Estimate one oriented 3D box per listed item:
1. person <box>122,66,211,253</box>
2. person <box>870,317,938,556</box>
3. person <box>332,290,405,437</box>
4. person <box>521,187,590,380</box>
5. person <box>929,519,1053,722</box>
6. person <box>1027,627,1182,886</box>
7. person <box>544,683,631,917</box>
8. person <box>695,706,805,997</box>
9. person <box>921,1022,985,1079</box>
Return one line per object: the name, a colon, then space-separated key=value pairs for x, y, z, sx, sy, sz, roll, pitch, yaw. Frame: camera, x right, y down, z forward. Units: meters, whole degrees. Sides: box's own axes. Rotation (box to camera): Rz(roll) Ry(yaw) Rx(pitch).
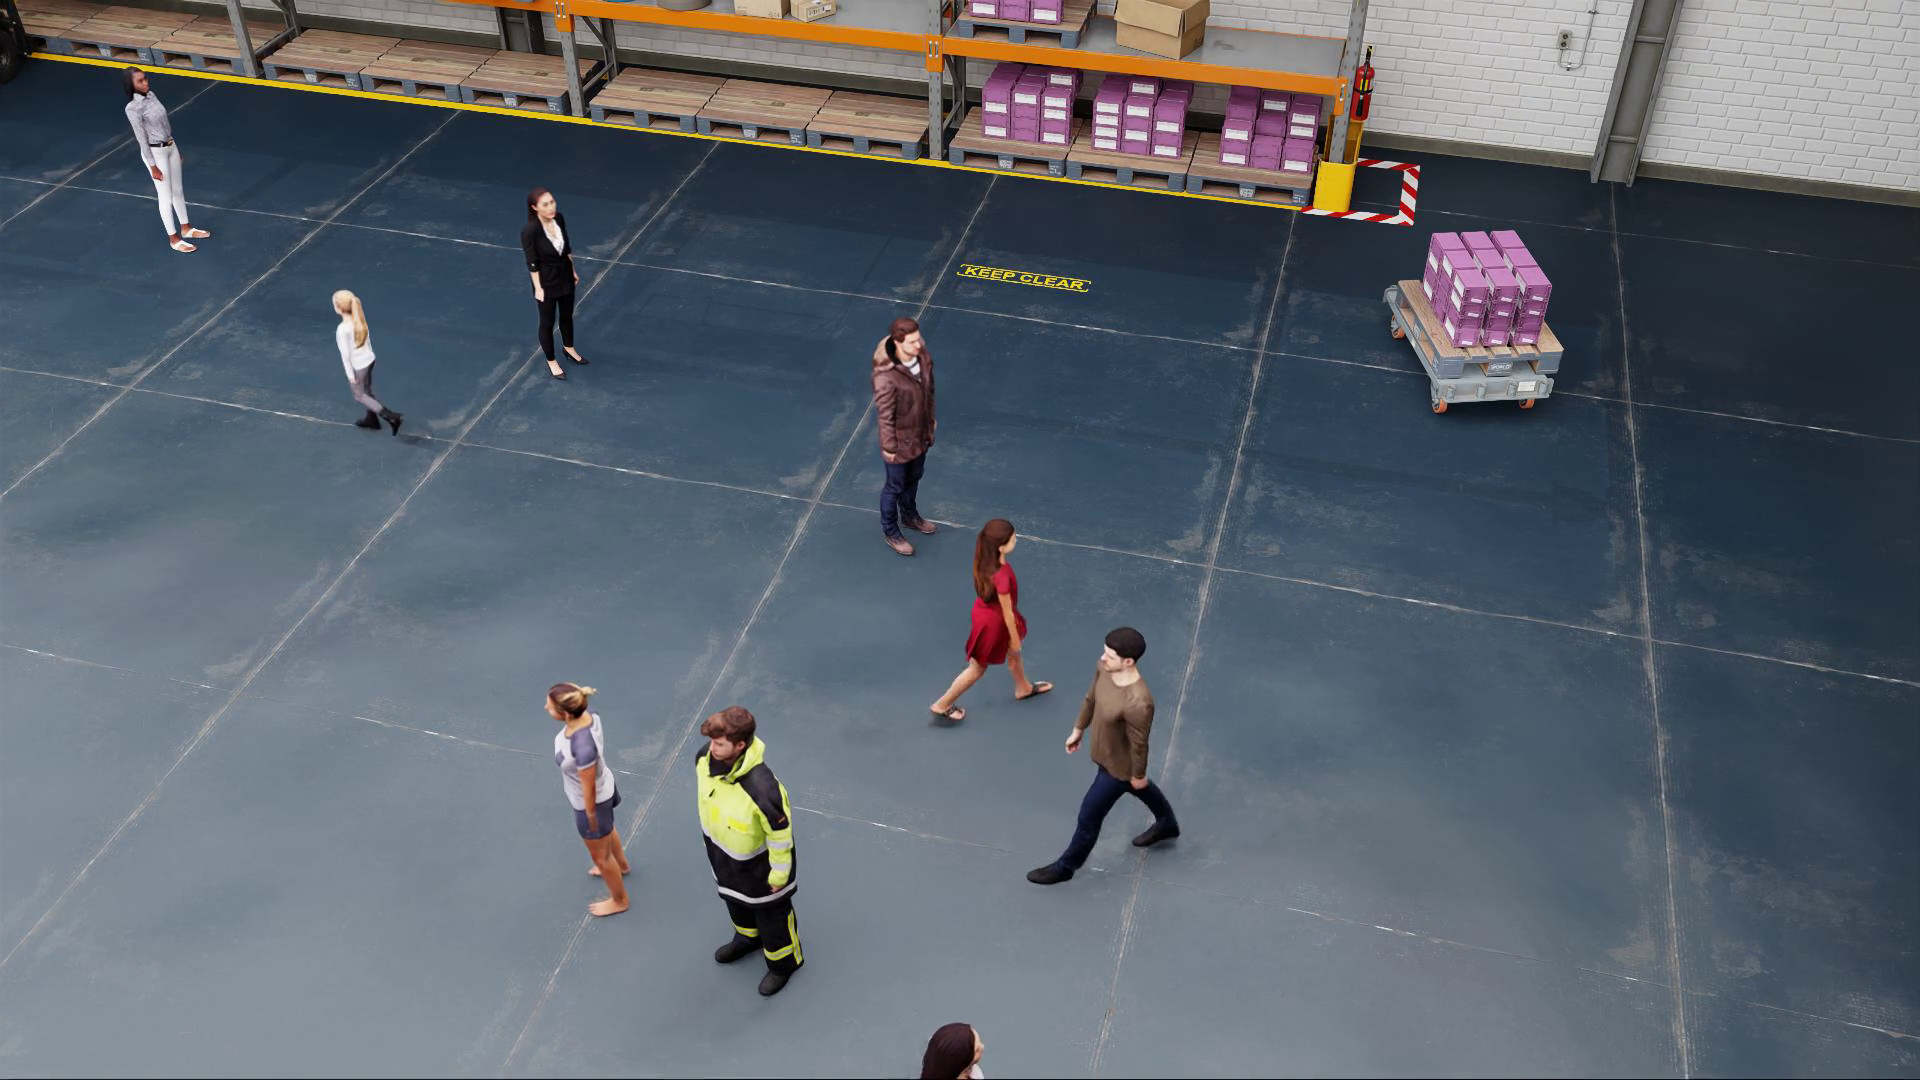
person: x=-7.304 y=-3.499 z=15.198 sx=0.555 sy=1.725 sz=0.615 roll=5 pitch=39 yaw=6
person: x=-0.389 y=-0.767 z=11.679 sx=0.799 sy=1.847 sz=0.838 roll=23 pitch=44 yaw=26
person: x=-4.596 y=-1.354 z=12.879 sx=0.743 sy=1.268 sz=0.500 roll=11 pitch=40 yaw=14
person: x=-3.303 y=-2.107 z=13.507 sx=0.645 sy=1.660 sz=0.666 roll=22 pitch=44 yaw=25
person: x=0.142 y=0.528 z=10.319 sx=1.130 sy=1.521 sz=0.929 roll=-11 pitch=40 yaw=-13
person: x=0.957 y=1.168 z=9.259 sx=1.299 sy=1.843 sz=1.056 roll=-10 pitch=40 yaw=-12
person: x=-2.019 y=1.399 z=9.150 sx=0.644 sy=1.619 sz=0.637 roll=-6 pitch=39 yaw=-7
person: x=-1.088 y=1.591 z=8.620 sx=0.781 sy=1.981 sz=0.928 roll=29 pitch=47 yaw=32
person: x=-0.094 y=2.719 z=7.500 sx=0.906 sy=1.616 sz=0.802 roll=-8 pitch=39 yaw=-10
